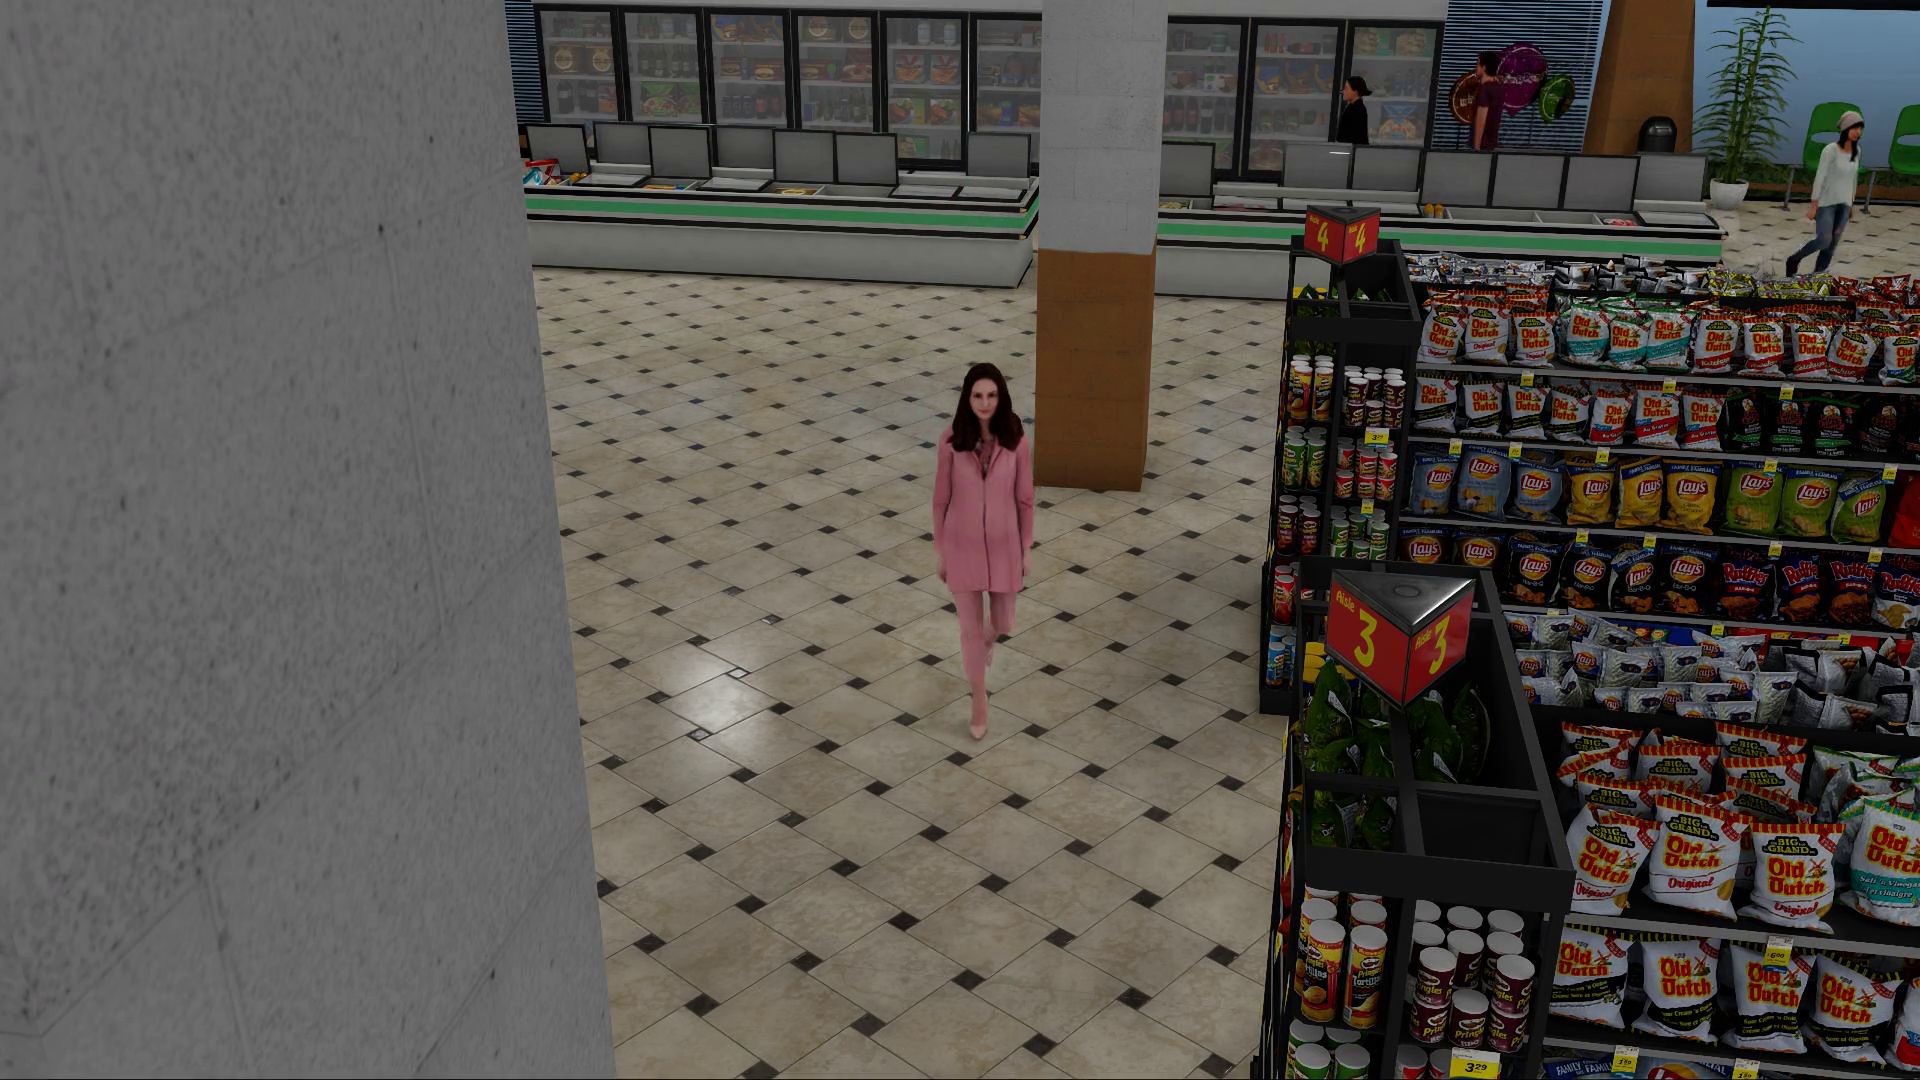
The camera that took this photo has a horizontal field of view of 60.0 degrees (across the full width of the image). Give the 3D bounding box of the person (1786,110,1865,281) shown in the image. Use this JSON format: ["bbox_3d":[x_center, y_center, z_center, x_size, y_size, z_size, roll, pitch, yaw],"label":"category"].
[{"bbox_3d":[7.726,-3.008,14.847,0.809,1.636,0.840,-7,25,-16],"label":"person"}]

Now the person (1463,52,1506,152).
[{"bbox_3d":[5.325,-3.947,16.742,0.835,1.837,0.821,16,29,33],"label":"person"}]

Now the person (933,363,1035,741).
[{"bbox_3d":[0.107,0.017,7.746,0.895,1.787,0.776,0,24,0],"label":"person"}]

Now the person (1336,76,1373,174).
[{"bbox_3d":[3.914,-3.616,16.178,1.064,1.683,0.646,4,24,10],"label":"person"}]
